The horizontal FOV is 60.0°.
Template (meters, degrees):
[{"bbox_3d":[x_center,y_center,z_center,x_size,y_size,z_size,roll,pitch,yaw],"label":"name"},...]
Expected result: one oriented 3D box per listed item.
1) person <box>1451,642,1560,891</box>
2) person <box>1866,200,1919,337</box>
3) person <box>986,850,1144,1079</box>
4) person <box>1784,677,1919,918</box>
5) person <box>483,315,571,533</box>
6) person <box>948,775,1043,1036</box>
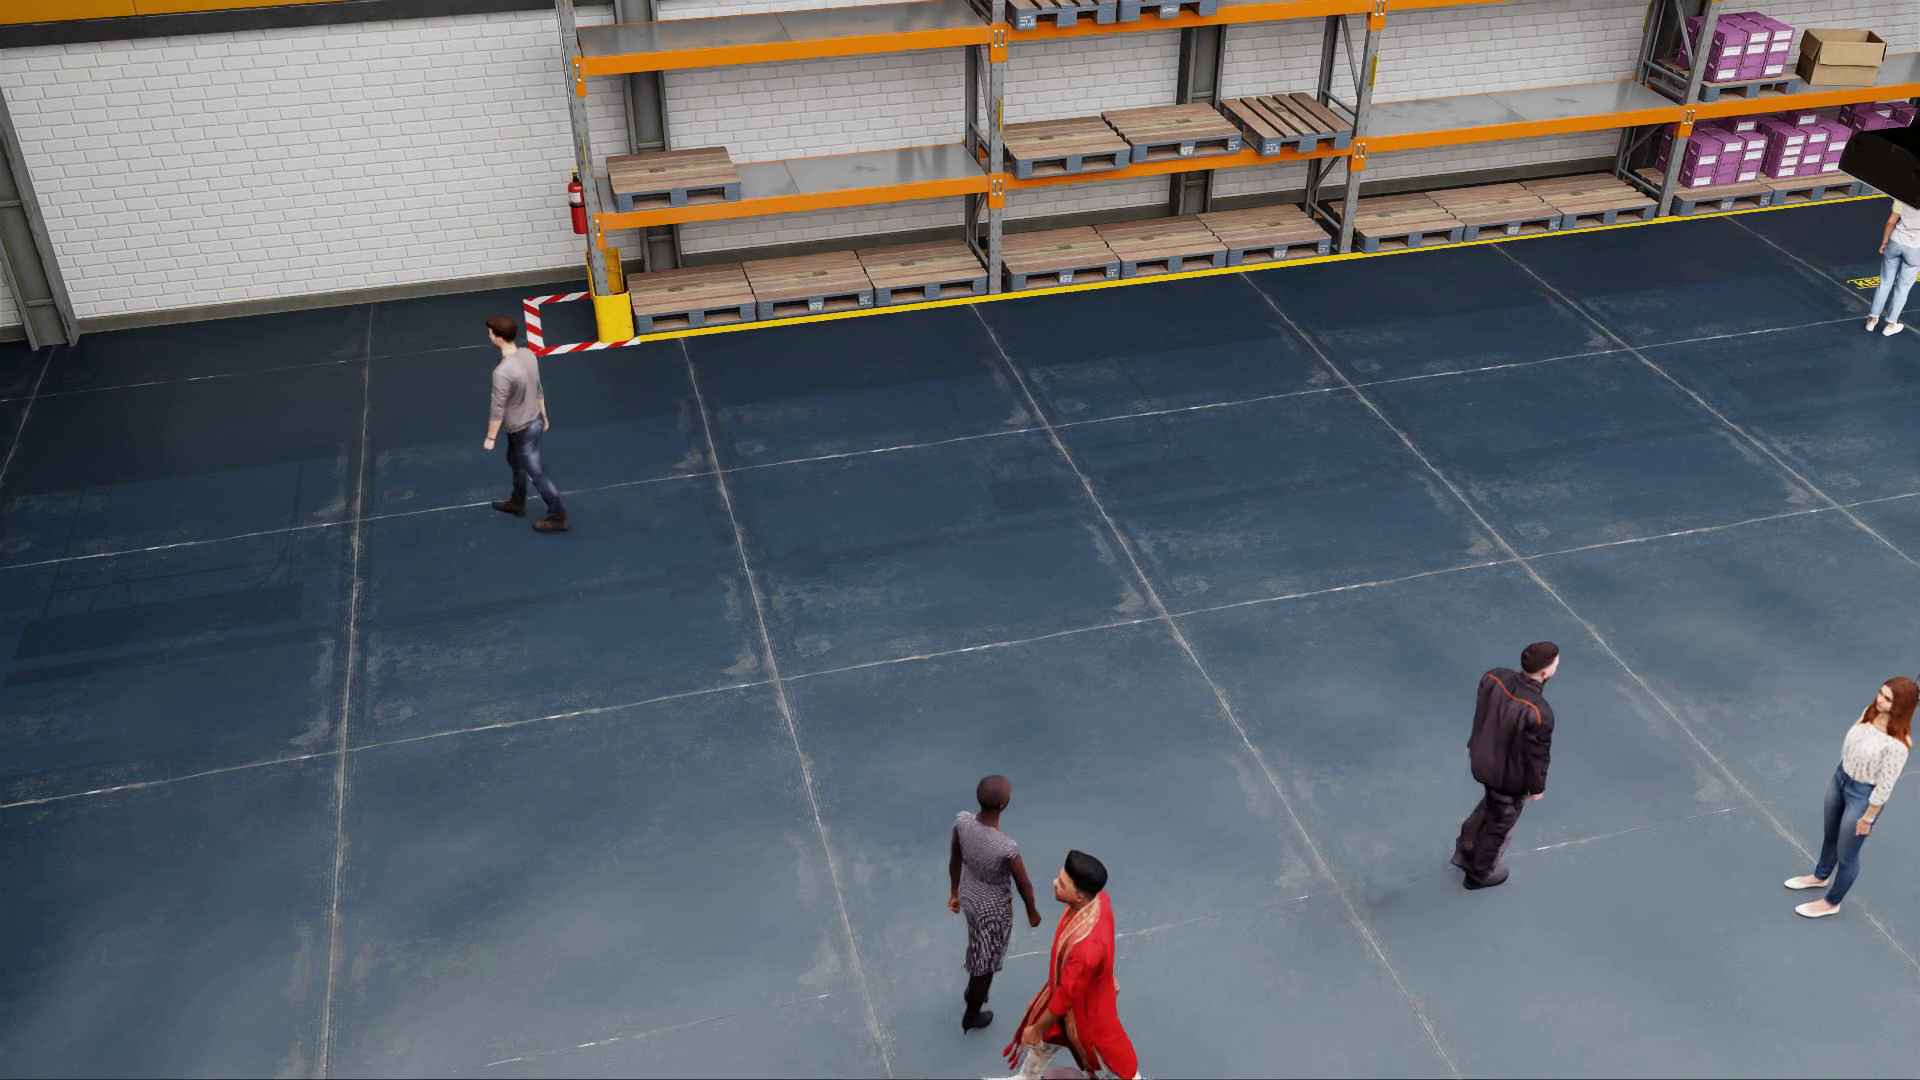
[{"bbox_3d":[3.156,1.350,9.828,0.715,1.844,0.755,-13,36,-19],"label":"person"},{"bbox_3d":[9.231,-2.834,16.233,0.707,1.722,0.709,-28,43,-36],"label":"person"},{"bbox_3d":[0.742,2.341,8.352,1.309,1.827,0.937,1,34,2],"label":"person"},{"bbox_3d":[5.270,1.481,9.735,0.603,1.730,0.631,0,34,0],"label":"person"},{"bbox_3d":[-3.360,-0.871,13.138,1.069,1.879,0.906,4,34,6],"label":"person"},{"bbox_3d":[0.071,2.027,8.873,0.805,1.774,0.750,-27,42,-35],"label":"person"}]
